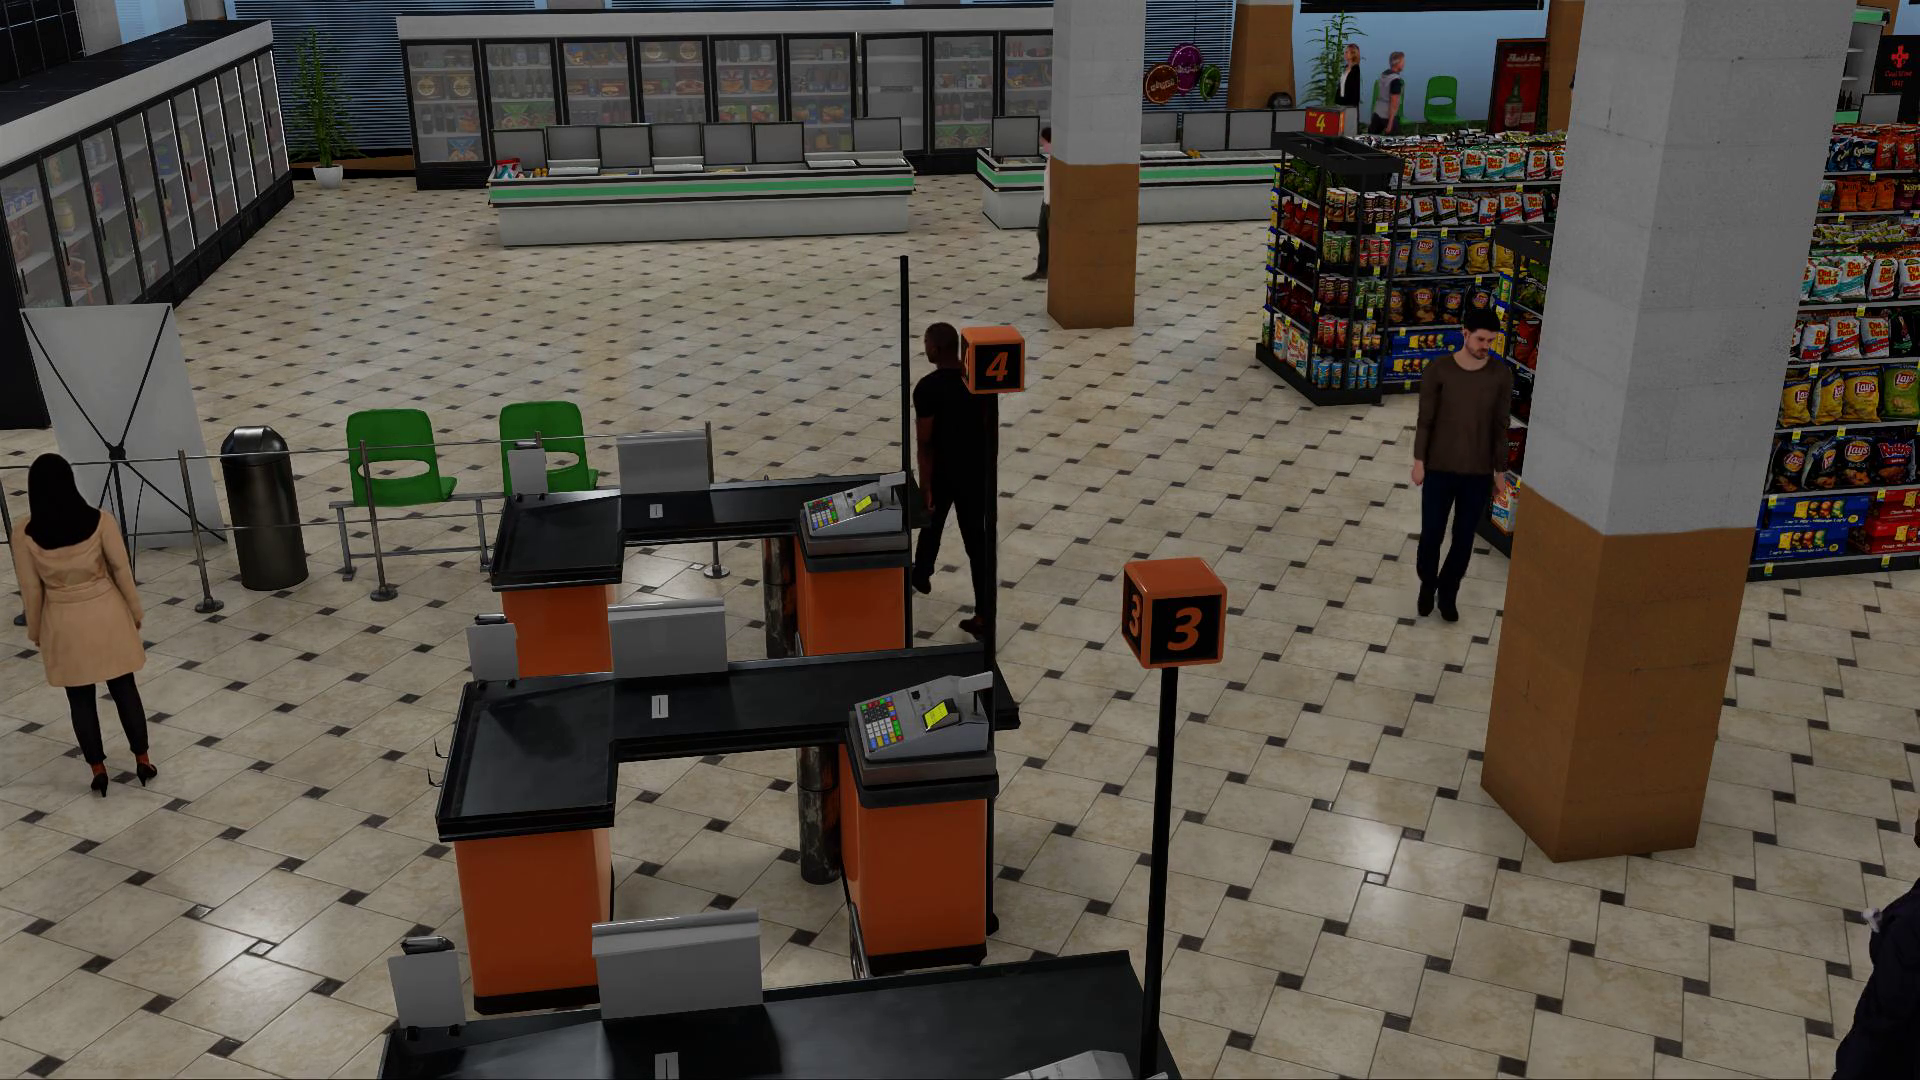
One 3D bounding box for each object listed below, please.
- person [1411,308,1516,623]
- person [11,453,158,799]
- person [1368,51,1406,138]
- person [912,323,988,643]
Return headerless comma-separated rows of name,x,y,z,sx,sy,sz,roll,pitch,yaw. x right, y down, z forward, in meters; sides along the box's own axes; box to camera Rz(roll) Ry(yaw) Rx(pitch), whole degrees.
person,2.848,-0.445,9.538,0.647,1.866,0.789,2,22,6
person,-4.035,0.402,7.678,0.583,1.682,0.762,-11,24,-25
person,5.774,-5.781,22.942,1.272,1.775,0.831,-8,23,-19
person,0.024,-0.278,9.269,1.269,1.757,1.051,-12,25,-26
